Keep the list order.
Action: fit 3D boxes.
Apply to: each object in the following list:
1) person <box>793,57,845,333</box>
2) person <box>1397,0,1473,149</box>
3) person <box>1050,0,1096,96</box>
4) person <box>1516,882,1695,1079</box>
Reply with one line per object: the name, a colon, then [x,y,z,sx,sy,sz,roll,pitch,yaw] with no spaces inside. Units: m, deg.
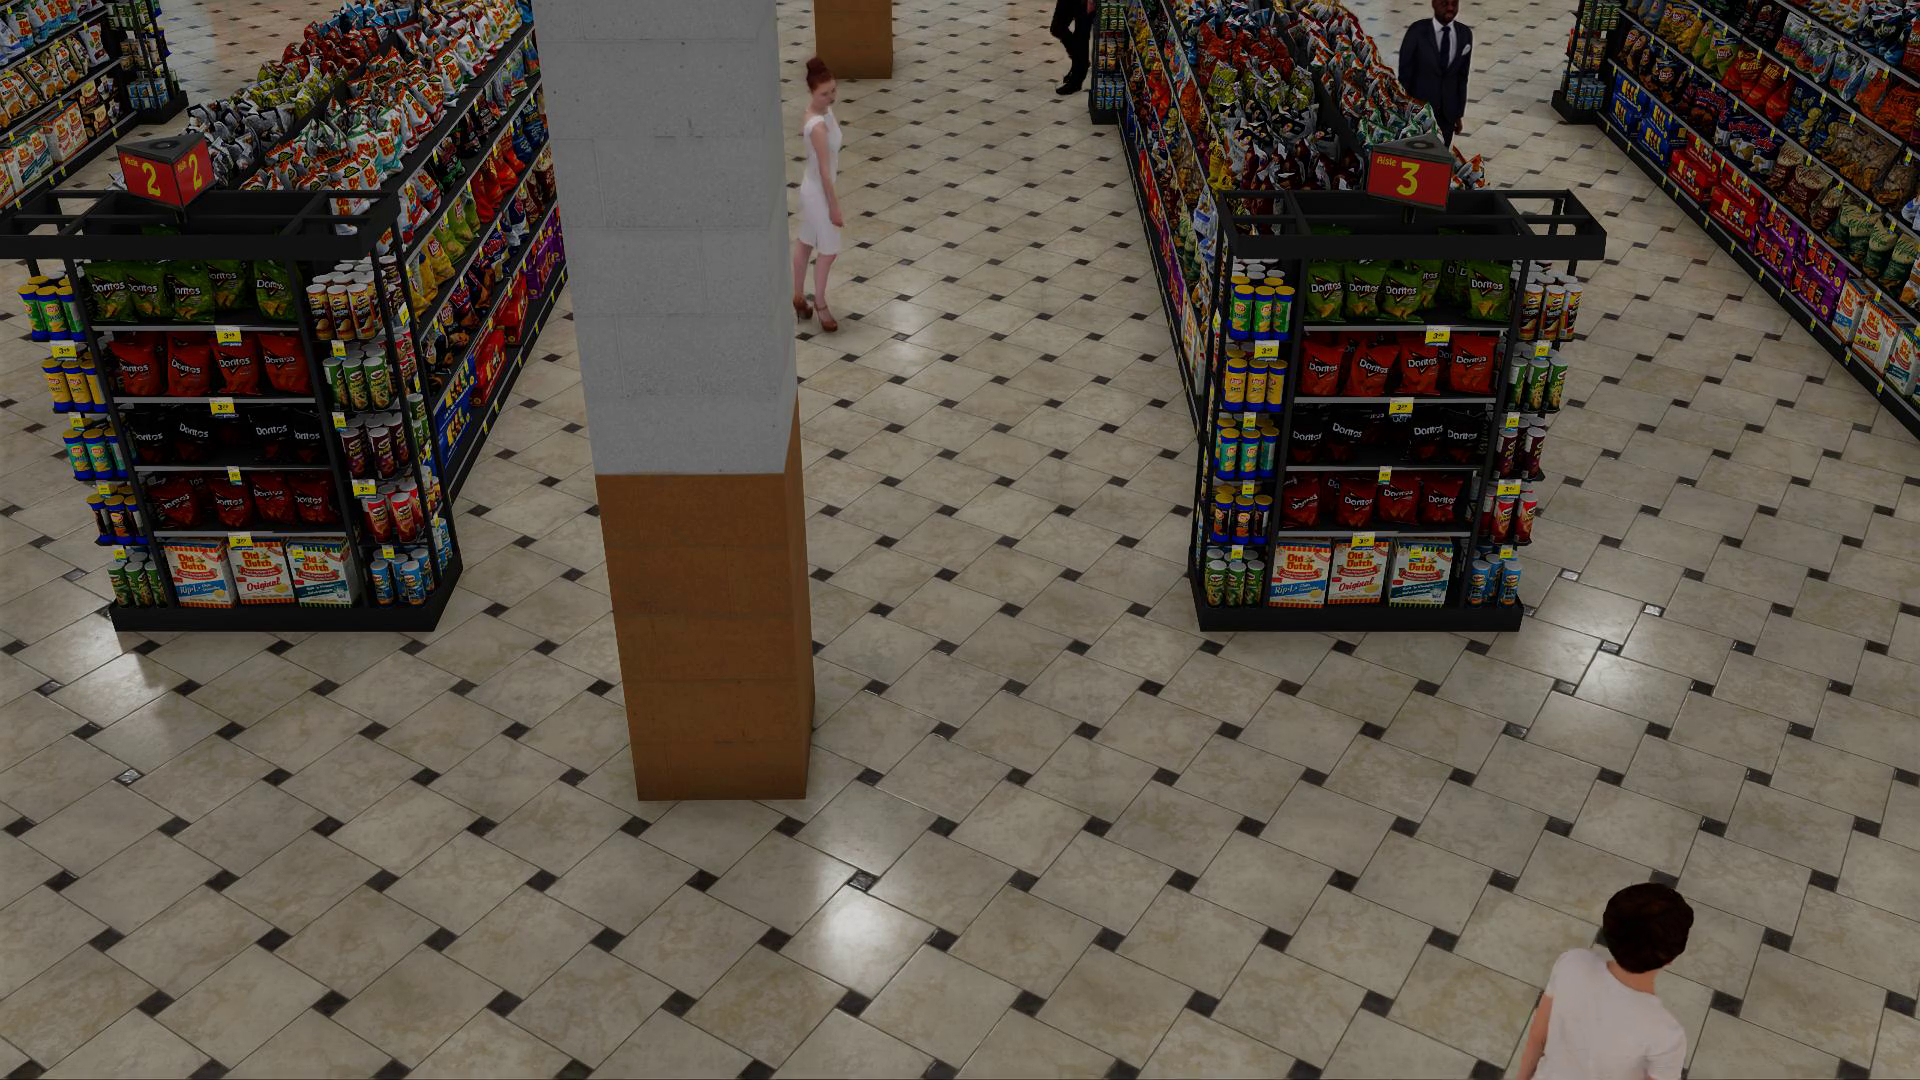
person: [-0.903,-2.126,10.364,0.703,1.771,0.533,-9,33,-13]
person: [3.280,-2.974,11.677,0.725,1.824,0.656,-5,32,-8]
person: [1.137,-4.870,14.728,0.940,1.820,0.870,-20,37,-29]
person: [1.596,1.626,4.464,0.744,1.634,0.691,-14,34,-21]
